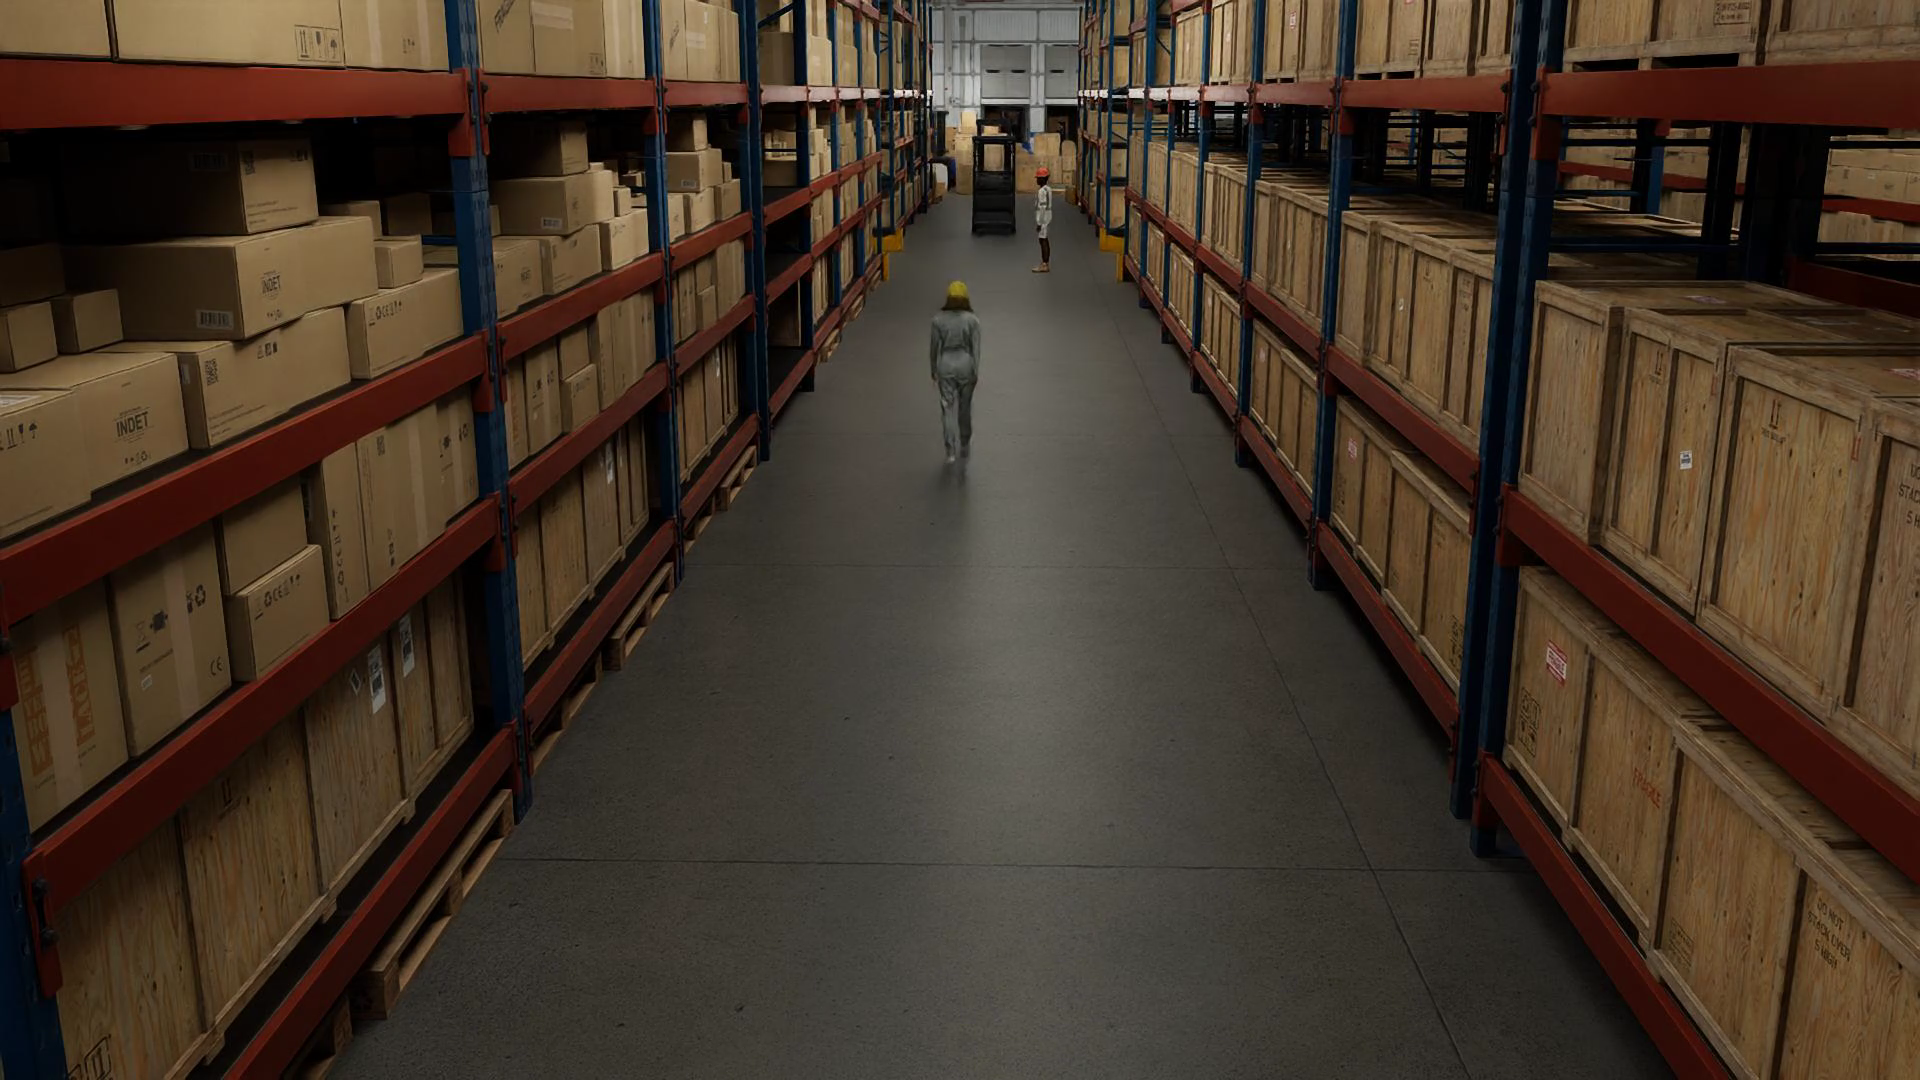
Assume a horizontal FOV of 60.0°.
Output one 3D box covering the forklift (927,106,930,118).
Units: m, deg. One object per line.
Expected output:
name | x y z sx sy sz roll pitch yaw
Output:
forklift | -1.927 -21.366 87.288 1.129 2.768 1.873 0 15 2

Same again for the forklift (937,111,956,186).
forklift | -0.661 -14.659 62.334 1.873 2.768 1.129 0 15 1

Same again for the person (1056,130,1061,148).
person | 5.059 -20.417 86.129 0.312 1.635 0.516 5 16 18

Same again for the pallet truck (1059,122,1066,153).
pallet truck | 5.788 -21.111 88.014 1.885 1.965 0.823 5 16 18

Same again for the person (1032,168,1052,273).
person | 1.619 -6.316 32.879 0.373 2.043 0.615 4 15 13

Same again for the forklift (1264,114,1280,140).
forklift | 11.020 -13.932 59.628 1.129 2.768 1.873 0 15 2

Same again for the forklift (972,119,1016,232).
forklift | 0.878 -9.387 42.716 1.129 2.768 1.873 0 15 1

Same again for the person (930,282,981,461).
person | -0.044 -1.651 16.171 0.503 1.692 0.906 1 15 3

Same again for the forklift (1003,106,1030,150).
forklift | 2.624 -20.120 82.651 1.129 2.768 1.873 -7 17 -24
